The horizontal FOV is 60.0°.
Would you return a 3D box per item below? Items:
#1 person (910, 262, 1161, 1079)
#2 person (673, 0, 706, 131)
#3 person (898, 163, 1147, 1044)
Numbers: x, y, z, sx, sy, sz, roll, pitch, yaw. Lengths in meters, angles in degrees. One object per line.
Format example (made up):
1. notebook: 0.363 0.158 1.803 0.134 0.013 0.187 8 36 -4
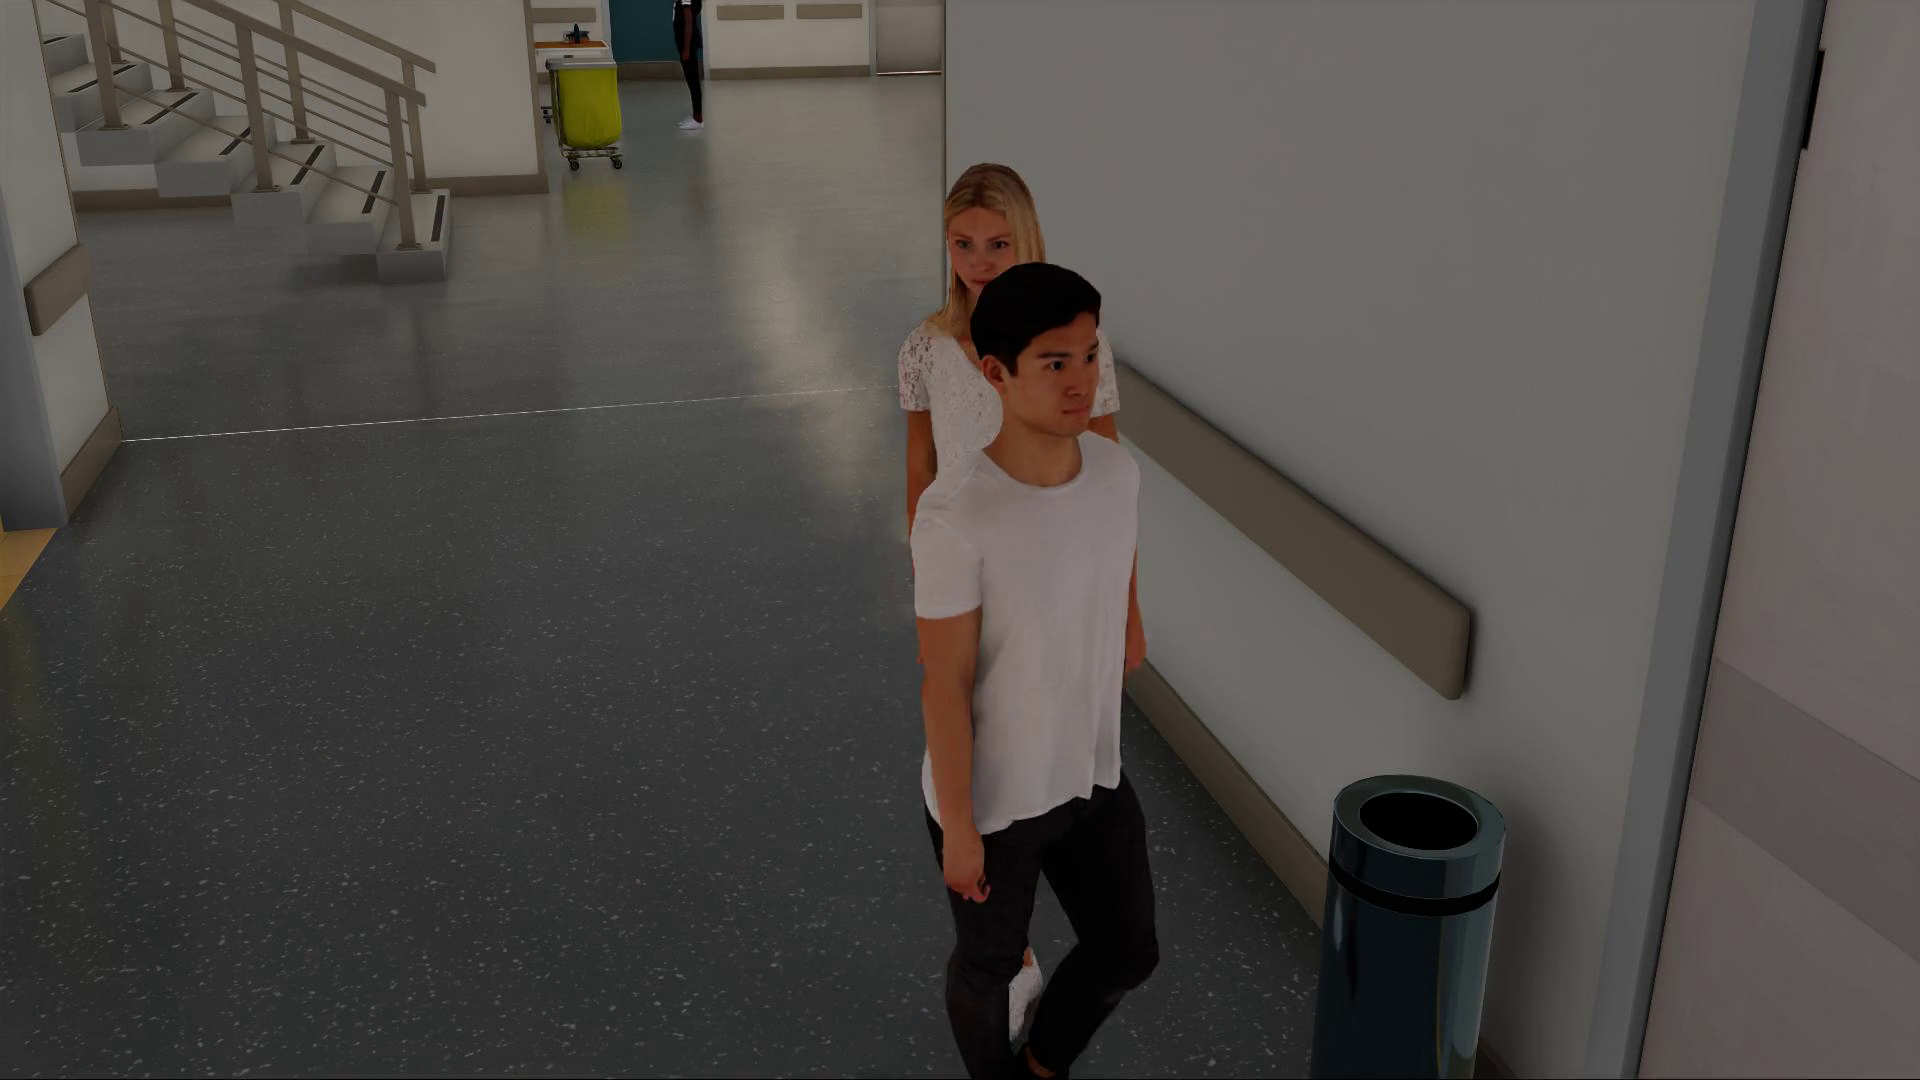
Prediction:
1. person: 0.076 0.357 2.887 0.637 1.710 0.768 -14 25 -32
2. person: -2.919 -5.316 17.879 0.594 1.731 0.631 -3 21 -7
3. person: 0.141 0.120 3.450 1.034 1.787 0.989 3 21 8
